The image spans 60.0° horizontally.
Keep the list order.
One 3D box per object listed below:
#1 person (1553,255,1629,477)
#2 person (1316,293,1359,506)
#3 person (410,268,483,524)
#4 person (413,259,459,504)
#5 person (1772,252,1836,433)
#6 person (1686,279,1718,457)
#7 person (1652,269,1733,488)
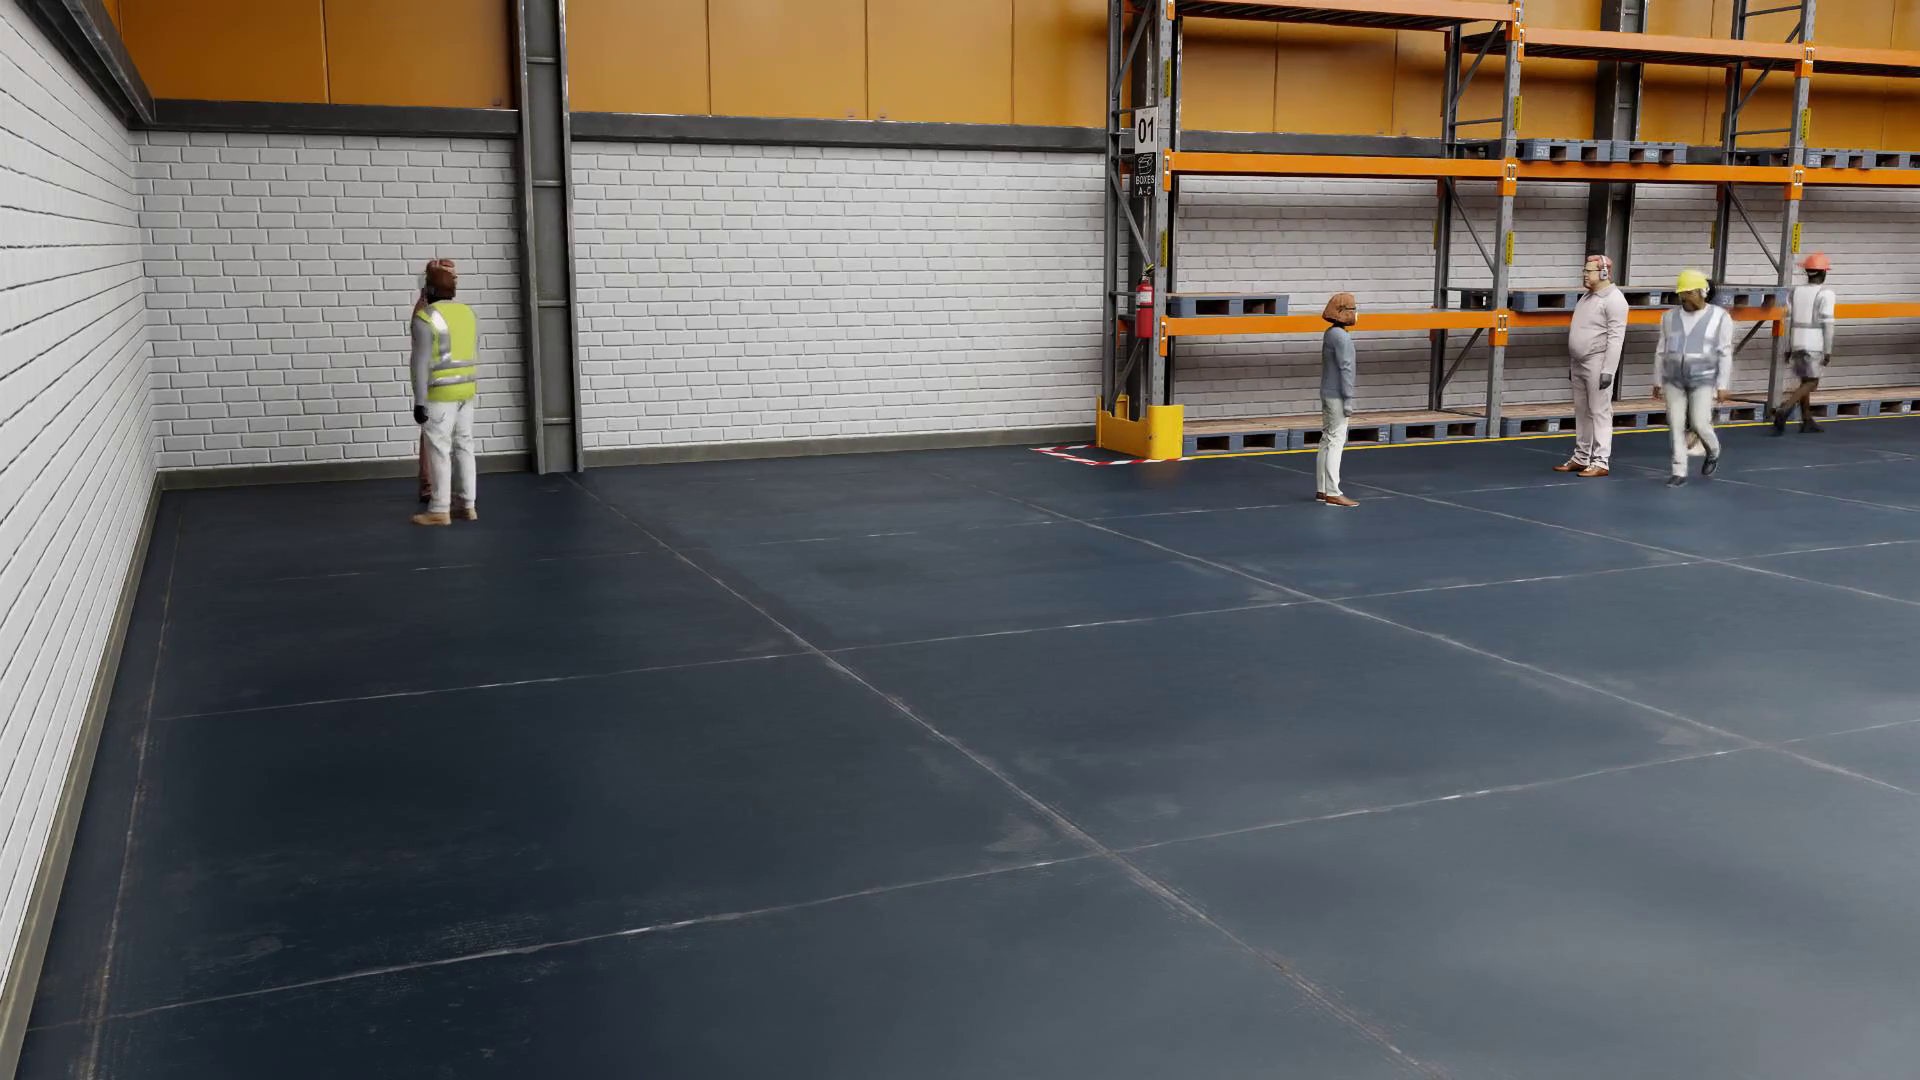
[{"bbox_3d":[5.462,-1.501,14.396,0.407,1.908,0.641,-2,10,-10],"label":"person"},{"bbox_3d":[2.917,-1.081,12.819,0.285,1.633,0.500,-1,10,-4],"label":"person"},{"bbox_3d":[-3.695,-1.017,11.956,0.438,1.827,0.669,5,11,24],"label":"person"},{"bbox_3d":[-4.049,-1.229,12.949,0.417,1.894,0.656,-3,11,-17],"label":"person"},{"bbox_3d":[8.837,-2.044,17.409,0.796,1.916,0.550,-5,11,-24],"label":"person"},{"bbox_3d":[6.949,-1.616,15.667,0.375,1.684,0.535,-5,11,-26],"label":"person"},{"bbox_3d":[6.068,-1.335,13.766,0.601,1.806,0.560,9,14,41],"label":"person"}]
